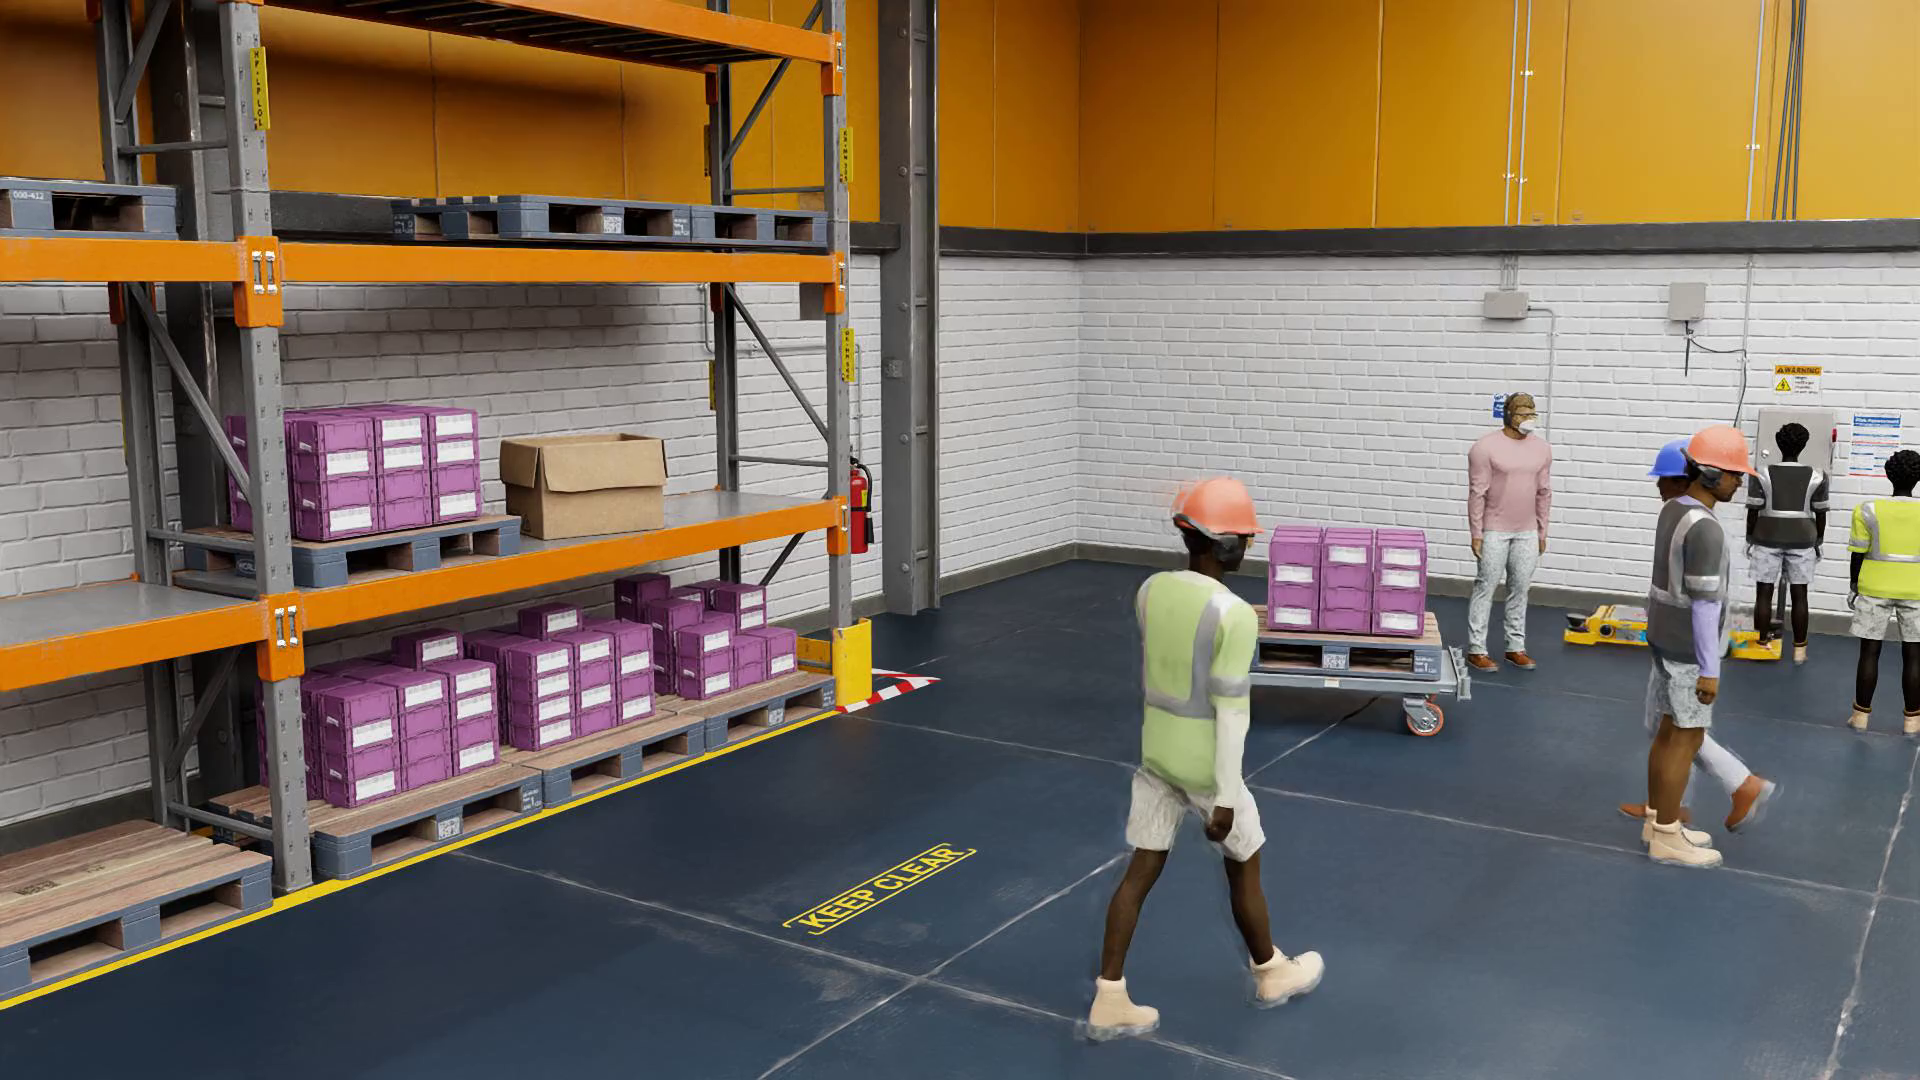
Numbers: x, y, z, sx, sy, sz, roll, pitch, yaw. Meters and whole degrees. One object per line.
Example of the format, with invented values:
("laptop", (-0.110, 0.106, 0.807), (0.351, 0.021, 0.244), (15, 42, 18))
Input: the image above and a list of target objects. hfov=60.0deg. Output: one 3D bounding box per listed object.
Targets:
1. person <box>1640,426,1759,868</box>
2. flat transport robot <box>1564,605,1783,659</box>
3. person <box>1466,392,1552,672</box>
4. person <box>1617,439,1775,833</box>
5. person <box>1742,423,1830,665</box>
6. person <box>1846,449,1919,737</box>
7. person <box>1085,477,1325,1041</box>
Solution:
("person", (3.359, 0.489, 7.594), (0.410, 2.028, 0.618), (1, 9, 9))
("flat transport robot", (5.218, 0.658, 12.170), (1.431, 0.197, 0.652), (4, 10, 26))
("person", (3.777, -0.055, 11.449), (0.630, 1.932, 0.361), (-2, 9, -14))
("person", (3.545, 0.483, 7.943), (0.645, 1.925, 0.625), (7, 11, 38))
("person", (5.774, 0.027, 11.654), (0.542, 1.695, 0.316), (3, 9, 19))
("person", (5.505, 0.314, 9.791), (0.535, 1.697, 0.318), (4, 10, 26))
("person", (0.860, 0.766, 5.918), (1.041, 1.992, 0.634), (-6, 11, -34))
